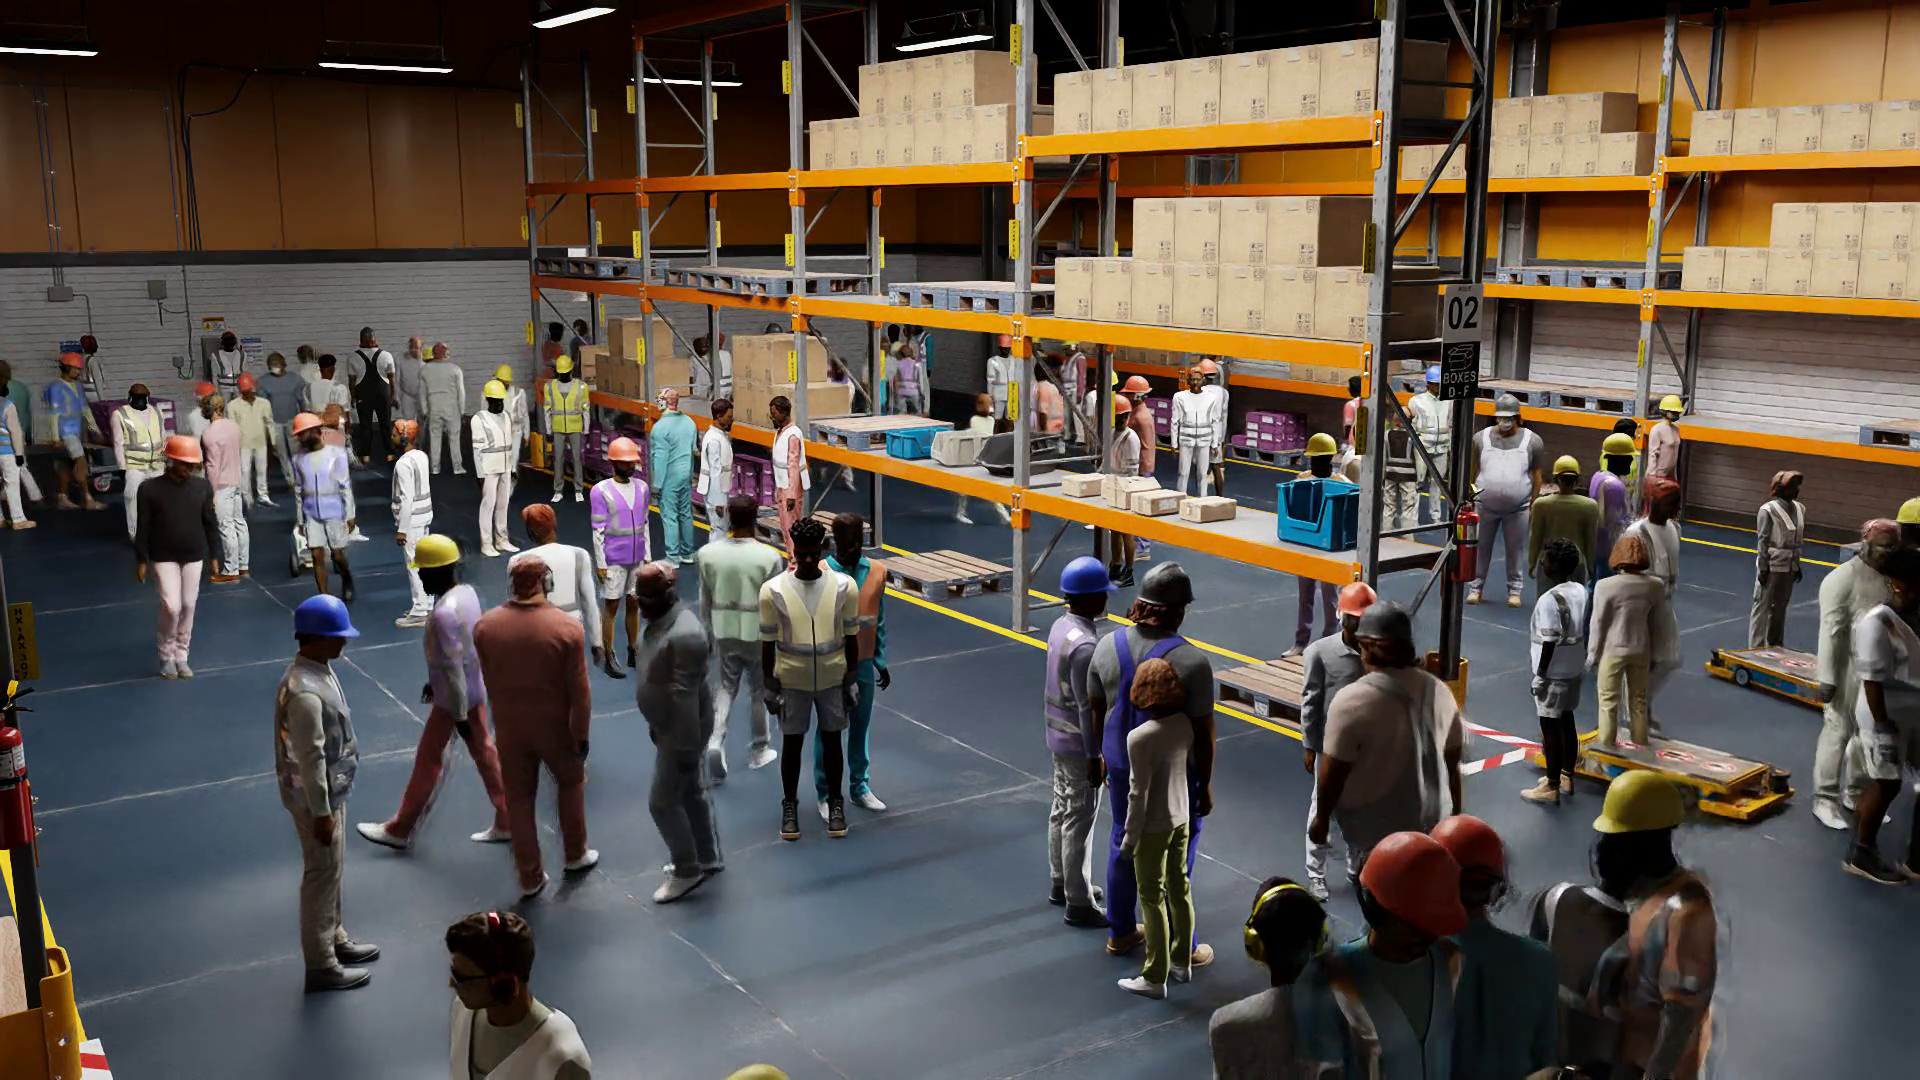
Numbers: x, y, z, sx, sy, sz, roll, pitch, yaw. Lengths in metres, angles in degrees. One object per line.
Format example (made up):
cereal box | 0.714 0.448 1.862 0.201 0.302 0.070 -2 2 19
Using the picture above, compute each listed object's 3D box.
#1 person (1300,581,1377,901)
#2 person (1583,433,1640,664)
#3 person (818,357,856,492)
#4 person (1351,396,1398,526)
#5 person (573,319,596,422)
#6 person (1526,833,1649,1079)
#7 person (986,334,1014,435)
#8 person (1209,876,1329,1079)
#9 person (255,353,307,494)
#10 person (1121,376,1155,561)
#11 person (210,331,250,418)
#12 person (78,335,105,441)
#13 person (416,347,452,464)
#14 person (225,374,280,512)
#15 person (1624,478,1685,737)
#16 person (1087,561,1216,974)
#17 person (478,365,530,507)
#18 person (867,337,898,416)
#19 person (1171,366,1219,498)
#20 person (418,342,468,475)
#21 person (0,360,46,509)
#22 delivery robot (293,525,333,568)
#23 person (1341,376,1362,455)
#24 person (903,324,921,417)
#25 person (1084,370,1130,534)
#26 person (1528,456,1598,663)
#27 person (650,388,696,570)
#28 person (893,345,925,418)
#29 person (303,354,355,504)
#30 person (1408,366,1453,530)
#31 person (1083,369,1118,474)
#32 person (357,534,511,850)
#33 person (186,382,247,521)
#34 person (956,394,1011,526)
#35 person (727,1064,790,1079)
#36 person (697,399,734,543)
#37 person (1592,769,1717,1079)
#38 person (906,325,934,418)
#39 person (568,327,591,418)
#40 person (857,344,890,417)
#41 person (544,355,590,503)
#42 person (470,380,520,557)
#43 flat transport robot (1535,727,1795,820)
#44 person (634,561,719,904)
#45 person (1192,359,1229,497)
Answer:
person | 2.115 1.083 9.034 0.560 1.755 0.318 -2 11 -12
person | 5.376 0.070 13.781 0.371 1.929 0.585 1 11 5
person | -1.672 -1.576 22.484 0.562 1.820 0.707 -6 13 -29
person | 4.702 -0.871 19.260 0.689 1.666 0.541 6 13 29
person | -6.501 -2.867 28.823 0.367 1.931 0.636 -8 14 -35
person | 2.101 1.768 5.771 0.583 1.661 0.549 -4 12 -21
person | 0.673 -2.152 25.136 0.552 1.932 0.377 -5 12 -24
person | 0.953 1.878 4.746 0.504 1.853 0.662 -2 11 -9
person | -8.952 -1.520 22.000 0.636 1.891 0.972 -3 12 -17
person | 1.909 -0.773 17.924 0.382 1.996 0.608 0 11 1
person | -11.596 -2.382 26.482 0.575 1.876 0.356 -9 14 -39
person | -13.256 -2.187 25.452 0.575 1.883 0.355 8 14 35
person | -7.839 -2.003 24.817 0.552 1.750 0.396 1 11 5
person | -8.928 -1.229 20.976 0.617 1.729 0.534 -10 15 -42
person | 4.901 0.490 11.771 0.591 1.871 0.393 -6 13 -29
person | 0.999 1.098 8.233 0.686 2.000 0.535 10 15 41
person | -5.826 -1.322 21.208 0.642 1.798 0.720 -1 11 -3
person | -1.194 -2.240 25.842 0.508 1.839 0.342 -5 12 -26
person | 2.855 -1.167 20.241 0.585 1.877 0.340 1 11 3
person | -7.381 -1.877 23.808 0.640 1.907 0.401 0 11 0
person | -12.043 -1.331 21.069 0.930 1.896 0.650 2 11 8
delivery robot | -6.752 0.015 17.347 0.477 0.478 0.707 -5 12 -24
person | 5.025 -1.236 21.084 0.321 1.690 0.538 11 15 43
person | -0.846 -2.915 29.271 0.350 1.846 0.506 2 11 9
person | 1.731 -1.040 19.470 0.373 1.925 0.585 -8 14 -36
person | 4.929 0.186 13.637 0.534 1.759 0.344 3 11 13
person | -3.042 -0.641 17.477 0.404 1.906 0.652 5 12 25
person | -0.818 -2.404 27.291 0.559 1.591 0.733 2 11 12
person | -8.025 -1.390 21.182 0.606 1.957 0.373 2 11 11
person | 5.542 -1.078 19.600 0.613 1.950 0.376 -2 11 -11
person | 1.763 -1.195 20.491 0.618 1.834 0.457 -10 15 -43
person | -3.039 0.889 9.711 0.949 1.877 0.602 0 11 1
person | -9.160 -1.063 20.125 0.817 1.724 0.575 2 11 11
person | 0.286 -0.952 19.894 0.844 1.589 0.500 9 14 39
person | -0.501 2.081 4.005 0.489 1.729 0.323 7 13 33
person | -2.400 -0.452 16.523 0.410 1.908 0.598 -1 11 -4
person | 2.374 1.688 5.671 1.019 1.875 0.595 -1 11 -6
person | -0.771 -3.157 30.559 0.635 1.832 0.429 9 14 38
person | -6.691 -2.974 29.680 0.600 1.811 0.583 2 11 12
person | -1.293 -2.030 24.796 0.512 1.831 0.403 -10 15 -41
person | -5.081 -1.436 21.524 0.587 1.916 0.393 -1 11 -5
person | -5.050 -0.785 18.160 0.385 1.925 0.592 6 12 27
flat transport robot | 4.569 1.477 10.832 0.652 0.197 1.431 -9 14 -40
person | -1.529 1.027 9.034 0.591 1.873 0.726 -6 13 -29
person | 3.078 -1.289 20.738 0.544 1.928 0.381 -5 12 -25
